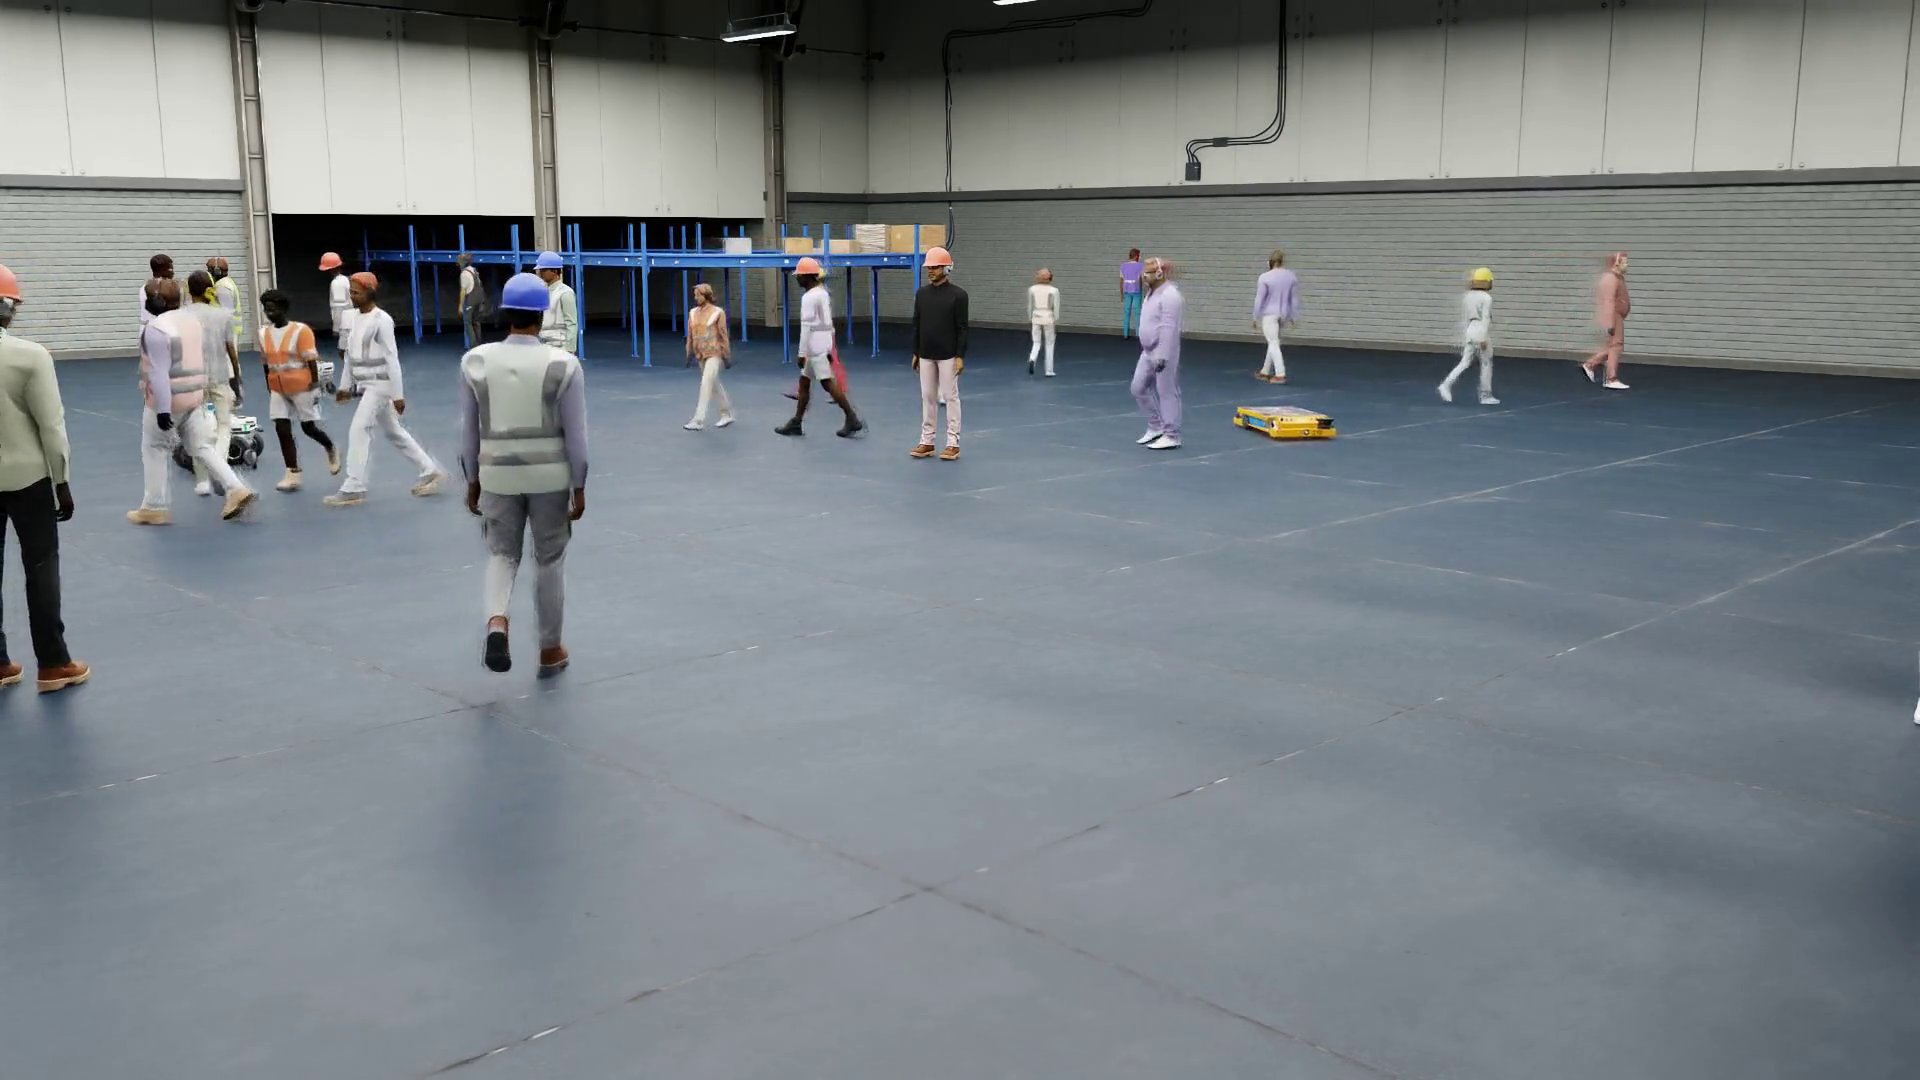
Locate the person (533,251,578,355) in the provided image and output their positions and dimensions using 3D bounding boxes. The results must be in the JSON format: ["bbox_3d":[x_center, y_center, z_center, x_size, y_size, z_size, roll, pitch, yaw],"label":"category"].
[{"bbox_3d":[-4.101,-1.943,16.874,0.399,1.945,0.616,-9,14,-41],"label":"person"}]

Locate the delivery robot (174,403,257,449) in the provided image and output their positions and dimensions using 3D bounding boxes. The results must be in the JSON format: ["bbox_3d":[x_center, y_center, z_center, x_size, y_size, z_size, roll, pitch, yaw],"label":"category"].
[{"bbox_3d":[-7.001,-1.038,15.605,0.707,0.478,0.477,-1,11,-6],"label":"delivery robot"}]

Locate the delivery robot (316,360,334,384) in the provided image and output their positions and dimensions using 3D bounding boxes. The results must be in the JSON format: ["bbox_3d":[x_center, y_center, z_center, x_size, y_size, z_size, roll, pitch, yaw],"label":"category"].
[{"bbox_3d":[-8.796,-2.277,22.346,0.707,0.478,0.477,3,10,12],"label":"delivery robot"}]

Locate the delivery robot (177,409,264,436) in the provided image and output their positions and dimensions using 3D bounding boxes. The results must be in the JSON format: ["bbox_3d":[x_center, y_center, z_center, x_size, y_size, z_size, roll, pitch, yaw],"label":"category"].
[{"bbox_3d":[-6.725,-1.078,15.110,0.698,0.223,0.335,-8,13,-36],"label":"delivery robot"}]

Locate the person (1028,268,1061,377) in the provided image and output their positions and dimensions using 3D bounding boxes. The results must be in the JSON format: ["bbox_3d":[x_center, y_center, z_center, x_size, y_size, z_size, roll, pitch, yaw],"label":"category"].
[{"bbox_3d":[1.243,-3.243,24.846,0.536,1.625,0.484,5,11,25],"label":"person"}]

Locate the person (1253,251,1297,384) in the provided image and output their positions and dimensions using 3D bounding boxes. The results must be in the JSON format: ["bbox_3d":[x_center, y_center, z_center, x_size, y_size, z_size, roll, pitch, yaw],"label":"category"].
[{"bbox_3d":[4.521,-3.215,23.979,0.647,1.898,0.925,-5,12,-27],"label":"person"}]

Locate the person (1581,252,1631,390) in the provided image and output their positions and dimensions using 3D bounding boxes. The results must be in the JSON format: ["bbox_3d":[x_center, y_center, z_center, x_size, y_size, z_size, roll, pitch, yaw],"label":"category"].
[{"bbox_3d":[8.989,-3.033,22.984,0.537,1.883,0.655,4,11,19],"label":"person"}]

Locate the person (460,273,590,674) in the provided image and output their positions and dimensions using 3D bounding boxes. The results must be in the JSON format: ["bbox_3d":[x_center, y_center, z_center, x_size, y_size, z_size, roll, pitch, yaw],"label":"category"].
[{"bbox_3d":[-2.066,-0.289,7.881,0.622,1.934,0.594,0,10,-1],"label":"person"}]

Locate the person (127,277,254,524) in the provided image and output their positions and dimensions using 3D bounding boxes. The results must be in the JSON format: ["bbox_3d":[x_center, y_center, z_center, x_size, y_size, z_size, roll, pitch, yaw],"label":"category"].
[{"bbox_3d":[-5.721,-1.023,12.226,0.890,1.812,0.628,1,10,8],"label":"person"}]

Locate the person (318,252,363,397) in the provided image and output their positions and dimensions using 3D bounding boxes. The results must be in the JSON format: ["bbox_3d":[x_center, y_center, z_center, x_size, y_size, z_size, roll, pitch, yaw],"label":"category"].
[{"bbox_3d":[-8.108,-2.827,21.848,0.525,1.890,0.569,-3,11,-14],"label":"person"}]

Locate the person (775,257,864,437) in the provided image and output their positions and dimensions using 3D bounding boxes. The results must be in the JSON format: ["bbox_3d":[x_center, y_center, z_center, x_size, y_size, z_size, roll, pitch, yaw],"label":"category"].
[{"bbox_3d":[-1.469,-2.034,17.568,0.987,1.892,0.559,2,11,9],"label":"person"}]

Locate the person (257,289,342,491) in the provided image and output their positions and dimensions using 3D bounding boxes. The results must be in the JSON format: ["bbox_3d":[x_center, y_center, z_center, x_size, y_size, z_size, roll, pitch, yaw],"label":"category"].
[{"bbox_3d":[-5.558,-1.275,13.989,0.573,1.666,0.672,3,11,15],"label":"person"}]

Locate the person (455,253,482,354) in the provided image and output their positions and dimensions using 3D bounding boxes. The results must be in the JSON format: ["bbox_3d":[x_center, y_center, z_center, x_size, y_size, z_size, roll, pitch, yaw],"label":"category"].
[{"bbox_3d":[-8.566,-4.117,29.148,0.342,1.806,0.651,2,11,11],"label":"person"}]

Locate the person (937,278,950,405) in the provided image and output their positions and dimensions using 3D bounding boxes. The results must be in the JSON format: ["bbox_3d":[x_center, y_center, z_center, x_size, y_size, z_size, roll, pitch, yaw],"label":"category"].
[{"bbox_3d":[-0.205,-2.523,20.982,0.514,1.594,0.857,1,10,8],"label":"person"}]

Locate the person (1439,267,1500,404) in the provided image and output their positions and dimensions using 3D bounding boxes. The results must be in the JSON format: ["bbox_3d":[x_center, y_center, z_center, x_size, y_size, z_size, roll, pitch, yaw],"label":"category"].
[{"bbox_3d":[6.443,-2.561,20.882,0.774,1.719,0.492,-4,11,-19],"label":"person"}]

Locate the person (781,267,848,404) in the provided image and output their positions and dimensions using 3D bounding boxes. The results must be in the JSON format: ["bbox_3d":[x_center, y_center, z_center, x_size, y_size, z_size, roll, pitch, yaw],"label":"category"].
[{"bbox_3d":[-1.835,-2.578,20.972,0.906,1.719,0.531,-2,11,-12],"label":"person"}]

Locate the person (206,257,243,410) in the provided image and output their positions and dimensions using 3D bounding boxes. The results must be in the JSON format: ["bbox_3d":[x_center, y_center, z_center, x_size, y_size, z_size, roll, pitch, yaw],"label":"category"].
[{"bbox_3d":[-8.979,-2.513,20.281,0.429,1.839,0.634,-4,11,-20],"label":"person"}]

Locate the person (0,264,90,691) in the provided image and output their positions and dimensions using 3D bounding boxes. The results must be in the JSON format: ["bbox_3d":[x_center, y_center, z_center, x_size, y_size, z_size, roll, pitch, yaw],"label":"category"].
[{"bbox_3d":[-4.440,-0.287,7.739,0.636,1.991,0.399,0,10,-2],"label":"person"}]

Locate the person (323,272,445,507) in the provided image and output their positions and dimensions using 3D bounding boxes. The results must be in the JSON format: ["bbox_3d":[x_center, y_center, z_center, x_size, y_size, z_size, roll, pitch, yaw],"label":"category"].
[{"bbox_3d":[-4.615,-1.222,13.294,0.999,1.838,0.569,-8,13,-37],"label":"person"}]

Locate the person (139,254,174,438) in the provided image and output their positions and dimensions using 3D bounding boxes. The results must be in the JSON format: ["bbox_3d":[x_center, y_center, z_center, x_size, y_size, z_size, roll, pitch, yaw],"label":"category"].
[{"bbox_3d":[-8.408,-2.041,17.518,0.588,1.913,0.377,8,13,38],"label":"person"}]

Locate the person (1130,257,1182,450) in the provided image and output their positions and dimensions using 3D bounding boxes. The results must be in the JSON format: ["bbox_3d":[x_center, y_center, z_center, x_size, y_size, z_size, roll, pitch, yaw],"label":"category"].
[{"bbox_3d":[1.959,-1.843,16.504,0.469,1.891,0.664,-3,11,-17],"label":"person"}]

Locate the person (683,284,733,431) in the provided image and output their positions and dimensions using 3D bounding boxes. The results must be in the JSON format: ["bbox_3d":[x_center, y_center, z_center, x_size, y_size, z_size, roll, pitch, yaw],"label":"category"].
[{"bbox_3d":[-2.763,-2.004,18.200,0.516,1.585,0.885,8,13,36],"label":"person"}]

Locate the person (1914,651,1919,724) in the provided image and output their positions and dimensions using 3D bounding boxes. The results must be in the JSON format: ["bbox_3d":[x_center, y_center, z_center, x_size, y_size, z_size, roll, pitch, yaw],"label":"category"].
[{"bbox_3d":[4.426,-0.111,7.125,0.520,1.864,0.333,3,11,17],"label":"person"}]

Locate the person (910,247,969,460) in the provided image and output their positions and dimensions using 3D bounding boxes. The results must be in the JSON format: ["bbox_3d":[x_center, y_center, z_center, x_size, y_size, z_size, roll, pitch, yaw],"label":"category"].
[{"bbox_3d":[-0.203,-1.771,15.808,0.612,1.995,0.376,6,12,31],"label":"person"}]

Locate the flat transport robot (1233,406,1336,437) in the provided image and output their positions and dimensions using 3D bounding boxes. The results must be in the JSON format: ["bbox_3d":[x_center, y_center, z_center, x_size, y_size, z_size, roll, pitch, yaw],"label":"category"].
[{"bbox_3d":[3.505,-1.296,18.038,0.652,0.197,1.431,-2,11,-9],"label":"flat transport robot"}]

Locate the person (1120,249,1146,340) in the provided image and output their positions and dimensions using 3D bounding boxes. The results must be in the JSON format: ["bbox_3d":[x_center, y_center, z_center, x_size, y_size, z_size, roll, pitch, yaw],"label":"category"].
[{"bbox_3d":[3.517,-5.010,33.903,0.564,1.836,0.404,5,11,25],"label":"person"}]

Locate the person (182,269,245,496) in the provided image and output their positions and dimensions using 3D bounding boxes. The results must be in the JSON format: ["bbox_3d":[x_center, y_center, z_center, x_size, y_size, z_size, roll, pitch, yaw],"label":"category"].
[{"bbox_3d":[-6.077,-1.254,13.420,0.550,1.845,0.772,-4,11,-21],"label":"person"}]
